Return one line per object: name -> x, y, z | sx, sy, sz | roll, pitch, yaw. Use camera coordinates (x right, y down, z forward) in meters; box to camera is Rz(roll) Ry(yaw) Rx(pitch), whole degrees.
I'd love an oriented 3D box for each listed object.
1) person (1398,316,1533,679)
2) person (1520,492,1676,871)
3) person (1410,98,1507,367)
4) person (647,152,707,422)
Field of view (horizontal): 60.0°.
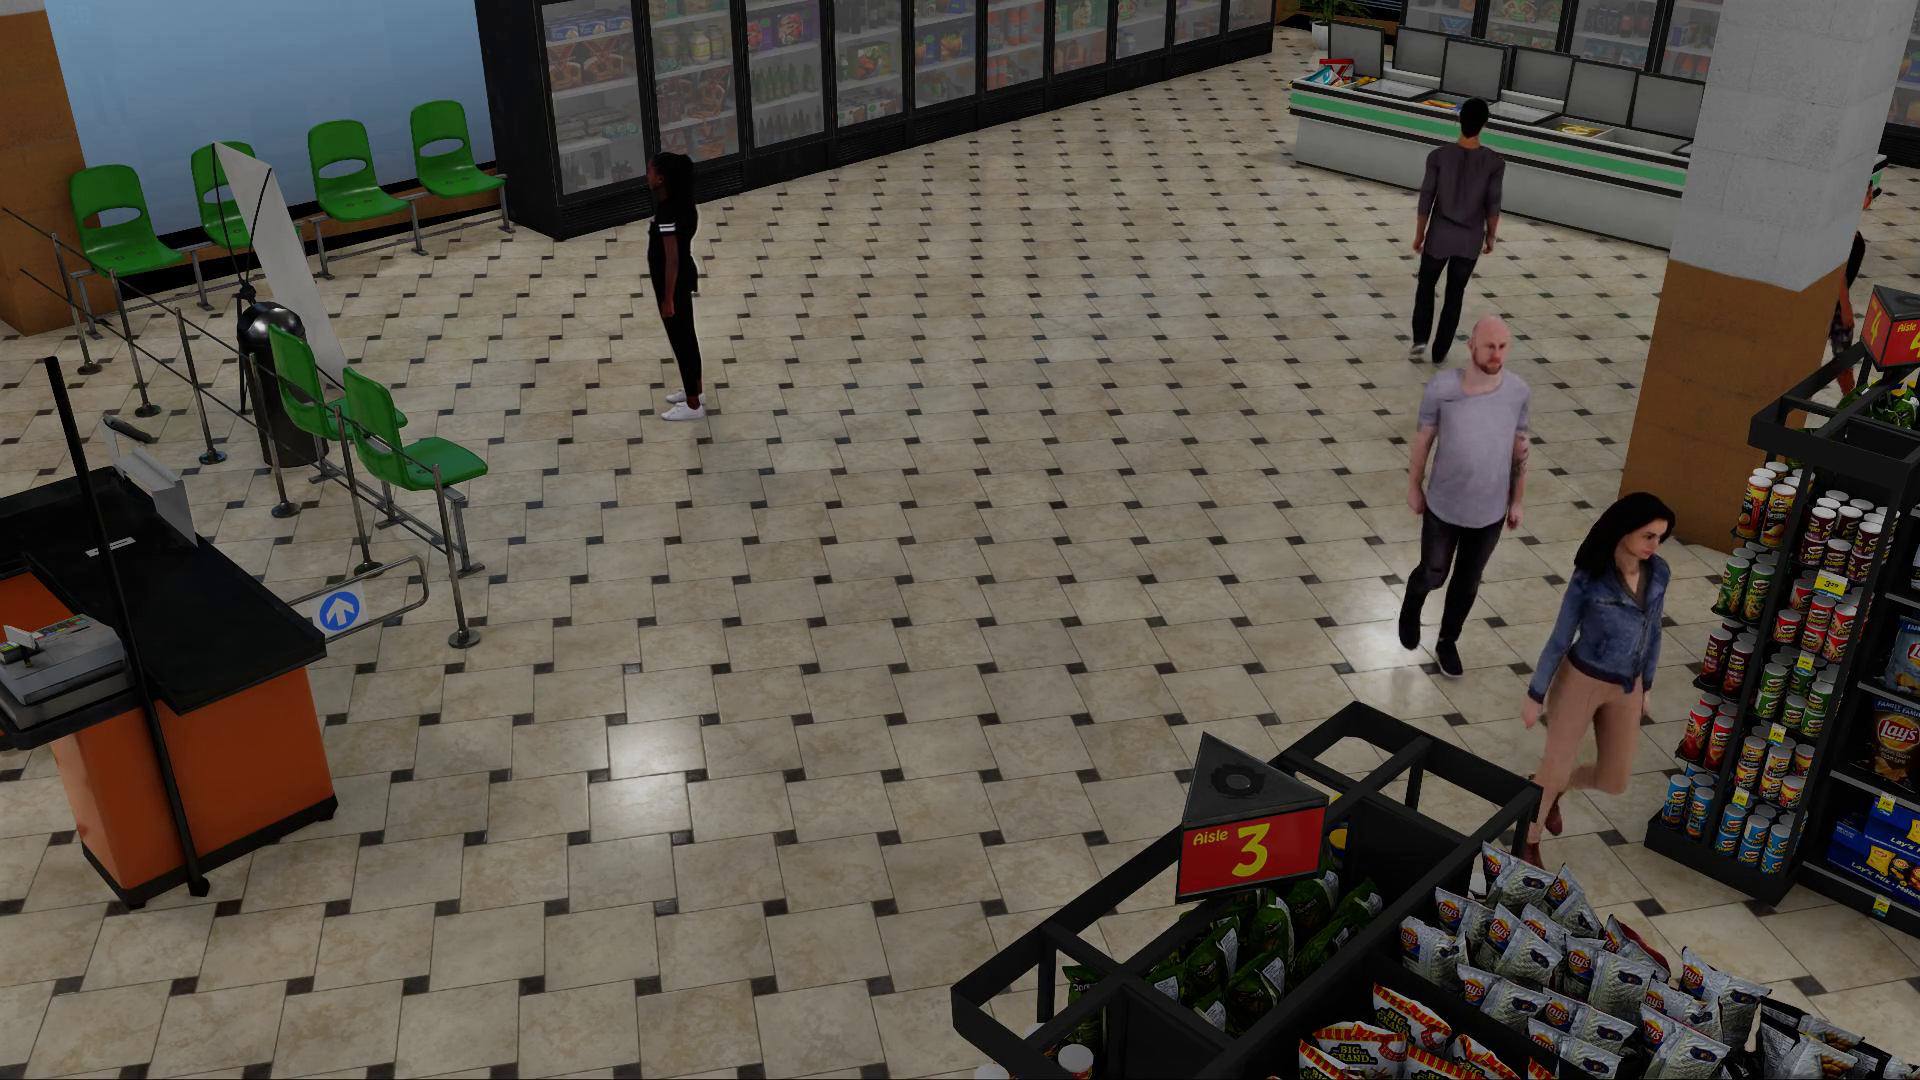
person -> 2.396, -0.225, 7.950 | 0.836, 1.825, 0.893 | 0, 29, -1
person -> 2.471, 0.570, 6.561 | 0.852, 1.759, 0.904 | -4, 29, -7
person -> 3.330, -2.018, 11.221 | 0.761, 1.837, 0.863 | 9, 30, 16
person -> -1.812, -1.612, 10.591 | 0.756, 1.729, 0.697 | 0, 29, 0
